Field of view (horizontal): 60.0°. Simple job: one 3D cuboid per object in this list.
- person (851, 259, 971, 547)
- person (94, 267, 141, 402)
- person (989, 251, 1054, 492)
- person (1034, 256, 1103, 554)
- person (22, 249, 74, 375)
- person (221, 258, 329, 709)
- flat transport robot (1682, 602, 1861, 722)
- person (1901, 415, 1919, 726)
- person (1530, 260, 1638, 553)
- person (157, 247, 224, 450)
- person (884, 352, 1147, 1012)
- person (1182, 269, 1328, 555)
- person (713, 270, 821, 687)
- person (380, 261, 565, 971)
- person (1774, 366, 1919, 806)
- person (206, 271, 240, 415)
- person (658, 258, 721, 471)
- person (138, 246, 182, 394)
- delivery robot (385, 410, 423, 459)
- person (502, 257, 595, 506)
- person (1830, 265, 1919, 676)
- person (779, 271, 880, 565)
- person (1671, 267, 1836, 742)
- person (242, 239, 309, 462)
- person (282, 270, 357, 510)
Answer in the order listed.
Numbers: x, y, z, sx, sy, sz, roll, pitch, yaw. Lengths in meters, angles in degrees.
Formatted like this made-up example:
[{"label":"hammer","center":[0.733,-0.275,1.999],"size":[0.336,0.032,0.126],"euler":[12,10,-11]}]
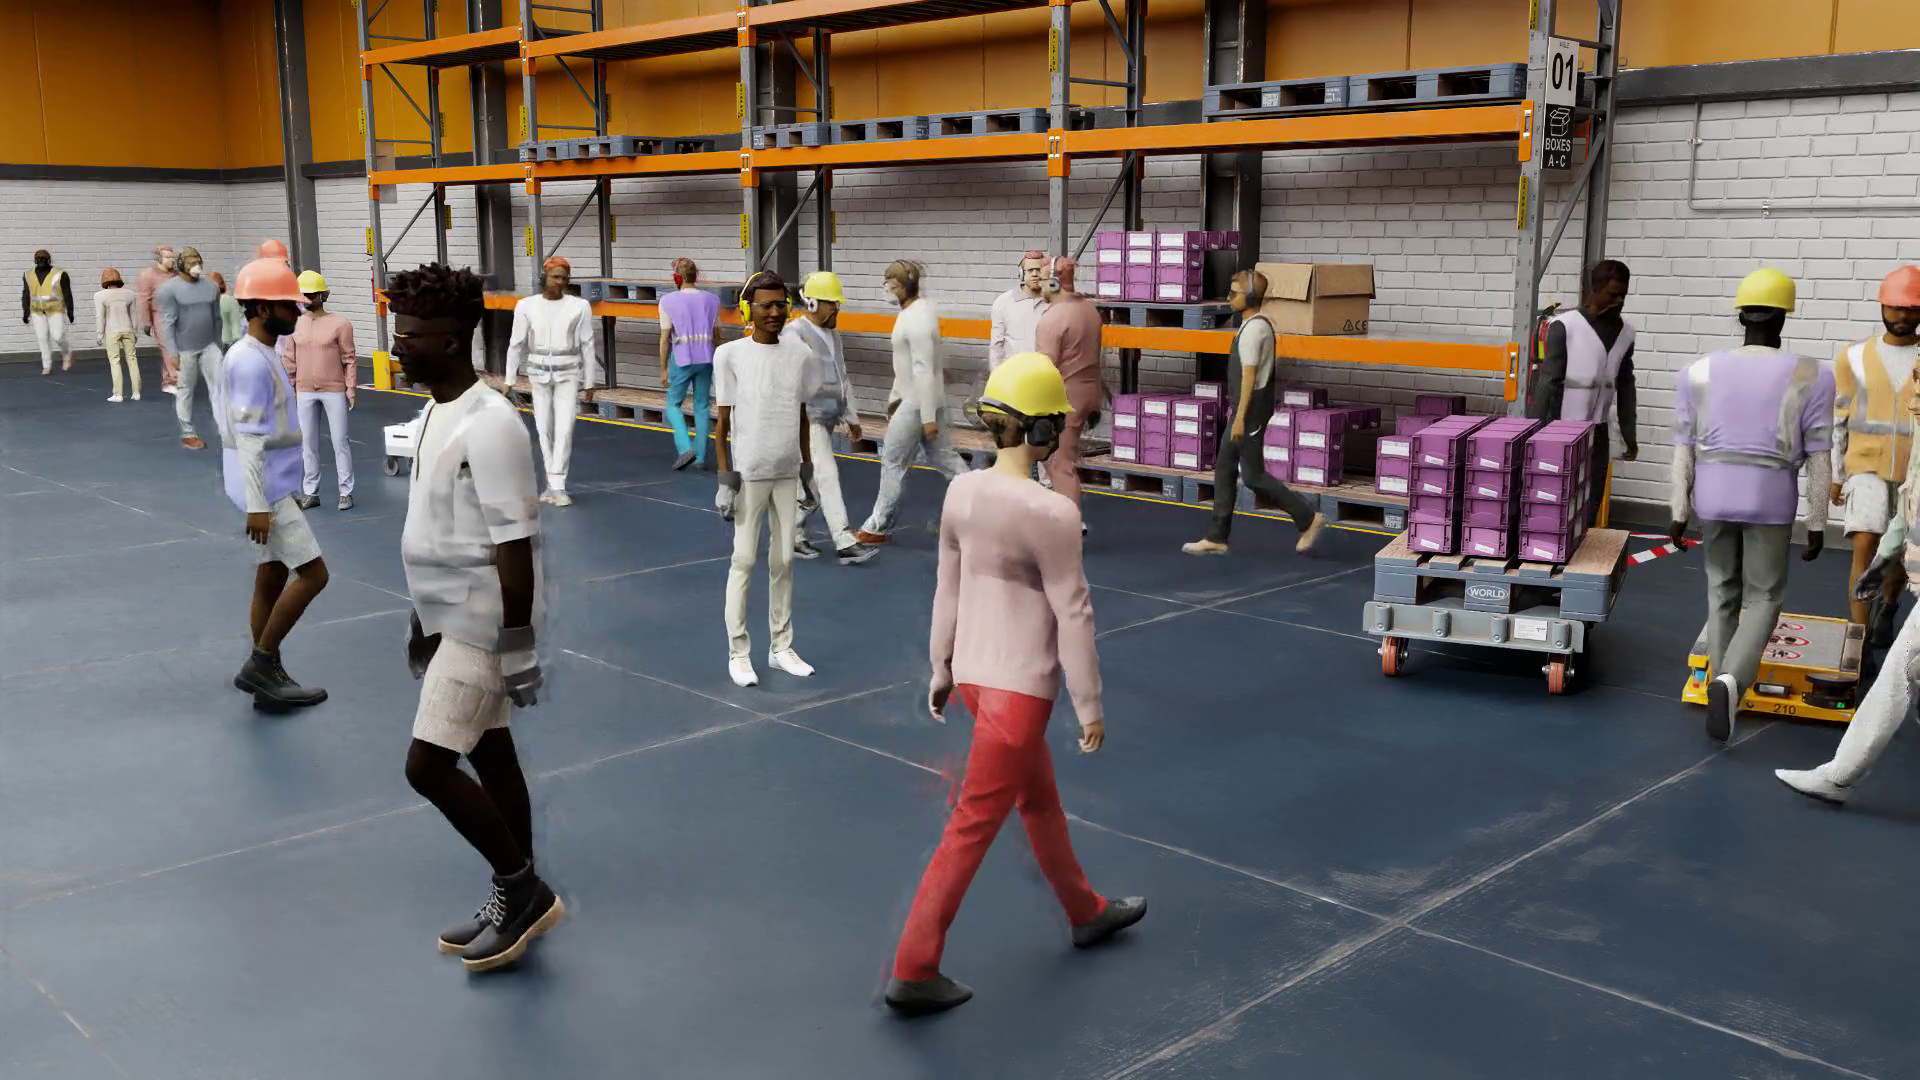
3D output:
[{"label":"person","center":[-0.226,-0.862,10.700],"size":[1.026,1.884,0.674],"euler":[0,10,2]},{"label":"person","center":[-10.290,-2.506,20.321],"size":[0.288,1.633,0.499],"euler":[9,13,39]},{"label":"person","center":[0.535,-1.150,12.180],"size":[0.638,1.909,0.408],"euler":[-1,10,-5]},{"label":"person","center":[0.627,-0.845,10.567],"size":[0.472,1.886,0.667],"euler":[6,12,30]},{"label":"person","center":[-13.284,-3.320,24.243],"size":[0.650,1.825,0.461],"euler":[-1,10,-7]},{"label":"person","center":[-2.883,-0.213,7.022],"size":[0.403,1.923,0.576],"euler":[-4,11,-19]},{"label":"flat transport robot","center":[3.701,0.525,7.510],"size":[0.652,0.197,1.431],"euler":[6,12,29]},{"label":"person","center":[3.873,-0.021,6.261],"size":[0.604,1.817,0.633],"euler":[4,11,23]},{"label":"person","center":[3.465,-0.624,9.358],"size":[0.657,1.888,0.543],"euler":[-5,12,-27]},{"label":"person","center":[-7.080,-1.764,15.533],"size":[0.928,1.897,0.647],"euler":[7,13,34]},{"label":"person","center":[0.157,0.366,4.418],"size":[0.935,1.717,0.540],"euler":[-7,12,-33]},{"label":"person","center":[1.865,-0.780,10.413],"size":[0.826,1.825,0.516],"euler":[1,10,3]},{"label":"person","center":[-0.867,-0.281,7.544],"size":[0.521,1.870,0.319],"euler":[-7,13,-35]},{"label":"person","center":[-1.354,0.222,4.576],"size":[0.437,1.950,0.603],"euler":[-5,11,-25]},{"label":"person","center":[3.357,0.177,5.787],"size":[0.834,1.588,0.505],"euler":[4,11,20]},{"label":"person","center":[-8.440,-2.233,18.899],"size":[0.513,1.611,0.651],"euler":[-4,11,-20]},{"label":"person","center":[-2.286,-1.489,14.244],"size":[0.609,1.832,0.432],"euler":[-6,12,-29]},{"label":"person","center":[-9.929,-2.765,21.072],"size":[0.852,1.869,0.660],"euler":[5,11,25]},{"label":"delivery robot","center":[-4.483,-0.848,13.969],"size":[0.707,0.478,0.477],"euler":[6,12,27]},{"label":"person","center":[-3.098,-1.191,12.550],"size":[0.653,1.863,0.515],"euler":[-1,10,-3]},{"label":"person","center":[4.402,-0.344,7.869],"size":[0.546,1.893,0.996],"euler":[5,12,27]},{"label":"person","center":[-0.782,-0.743,10.254],"size":[0.856,1.788,0.615],"euler":[4,11,22]},{"label":"person","center":[3.161,-0.141,6.702],"size":[0.596,1.902,0.797],"euler":[8,13,37]},{"label":"person","center":[-6.206,-1.725,15.108],"size":[1.025,2.000,0.614],"euler":[8,13,37]},{"label":"person","center":[-4.705,-1.088,12.227],"size":[0.533,1.767,0.327],"euler":[0,10,0]}]
